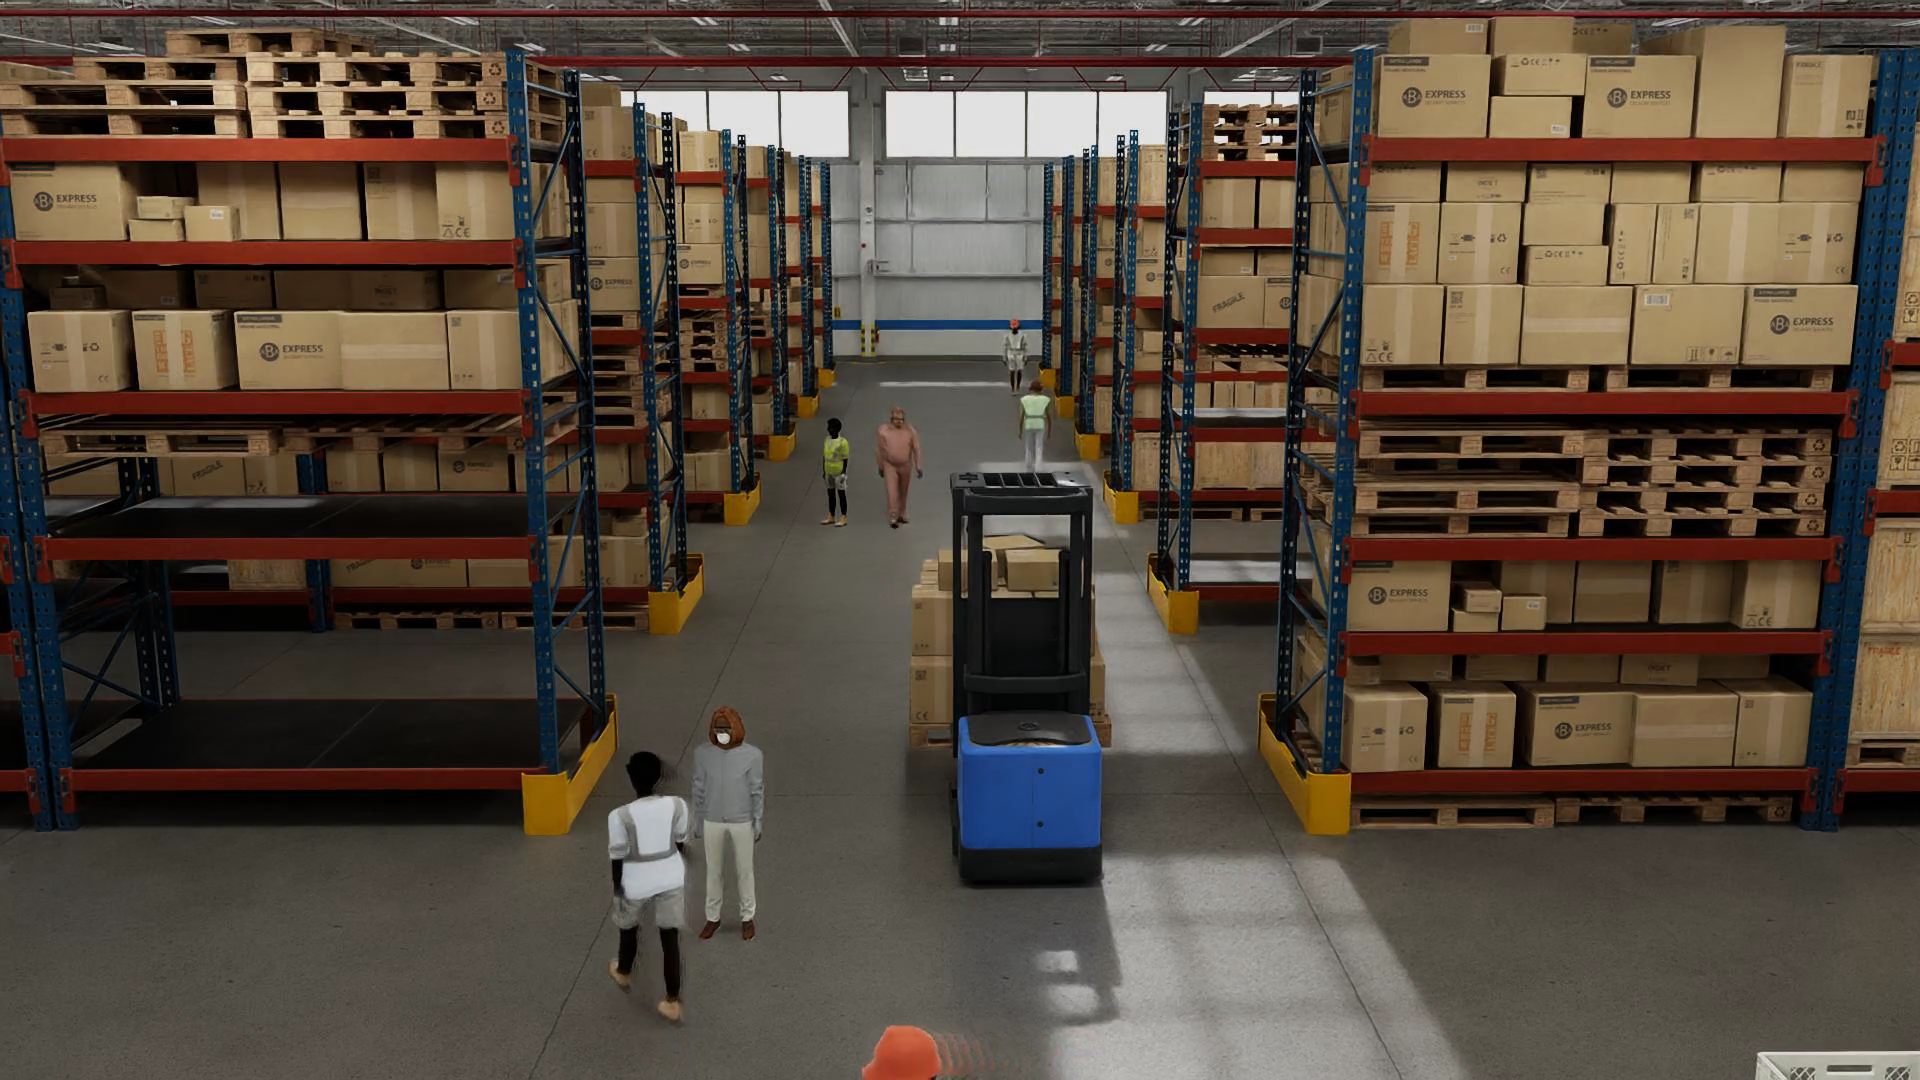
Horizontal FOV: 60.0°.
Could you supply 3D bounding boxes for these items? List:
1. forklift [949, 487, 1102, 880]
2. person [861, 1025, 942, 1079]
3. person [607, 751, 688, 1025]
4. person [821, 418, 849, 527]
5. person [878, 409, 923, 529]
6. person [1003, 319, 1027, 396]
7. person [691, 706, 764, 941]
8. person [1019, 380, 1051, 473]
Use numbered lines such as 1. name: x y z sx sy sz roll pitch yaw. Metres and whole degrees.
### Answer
1. forklift: 0.495 0.986 12.813 1.129 2.768 1.873 0 11 -2
2. person: -0.216 2.772 6.423 0.984 1.882 0.569 0 11 -1
3. person: -1.948 2.103 10.315 0.537 1.647 0.843 -6 13 -28
4. person: -1.945 -1.053 25.865 0.535 1.697 0.318 10 15 40
5. person: -0.927 -1.110 25.762 0.668 1.841 1.005 -1 12 -7
6. person: 1.426 -4.733 43.294 0.635 2.018 0.638 0 11 2
7. person: -1.574 1.918 11.297 0.497 1.633 0.285 1 11 3
8. person: 1.380 -2.011 30.367 0.582 1.805 0.955 0 11 1
